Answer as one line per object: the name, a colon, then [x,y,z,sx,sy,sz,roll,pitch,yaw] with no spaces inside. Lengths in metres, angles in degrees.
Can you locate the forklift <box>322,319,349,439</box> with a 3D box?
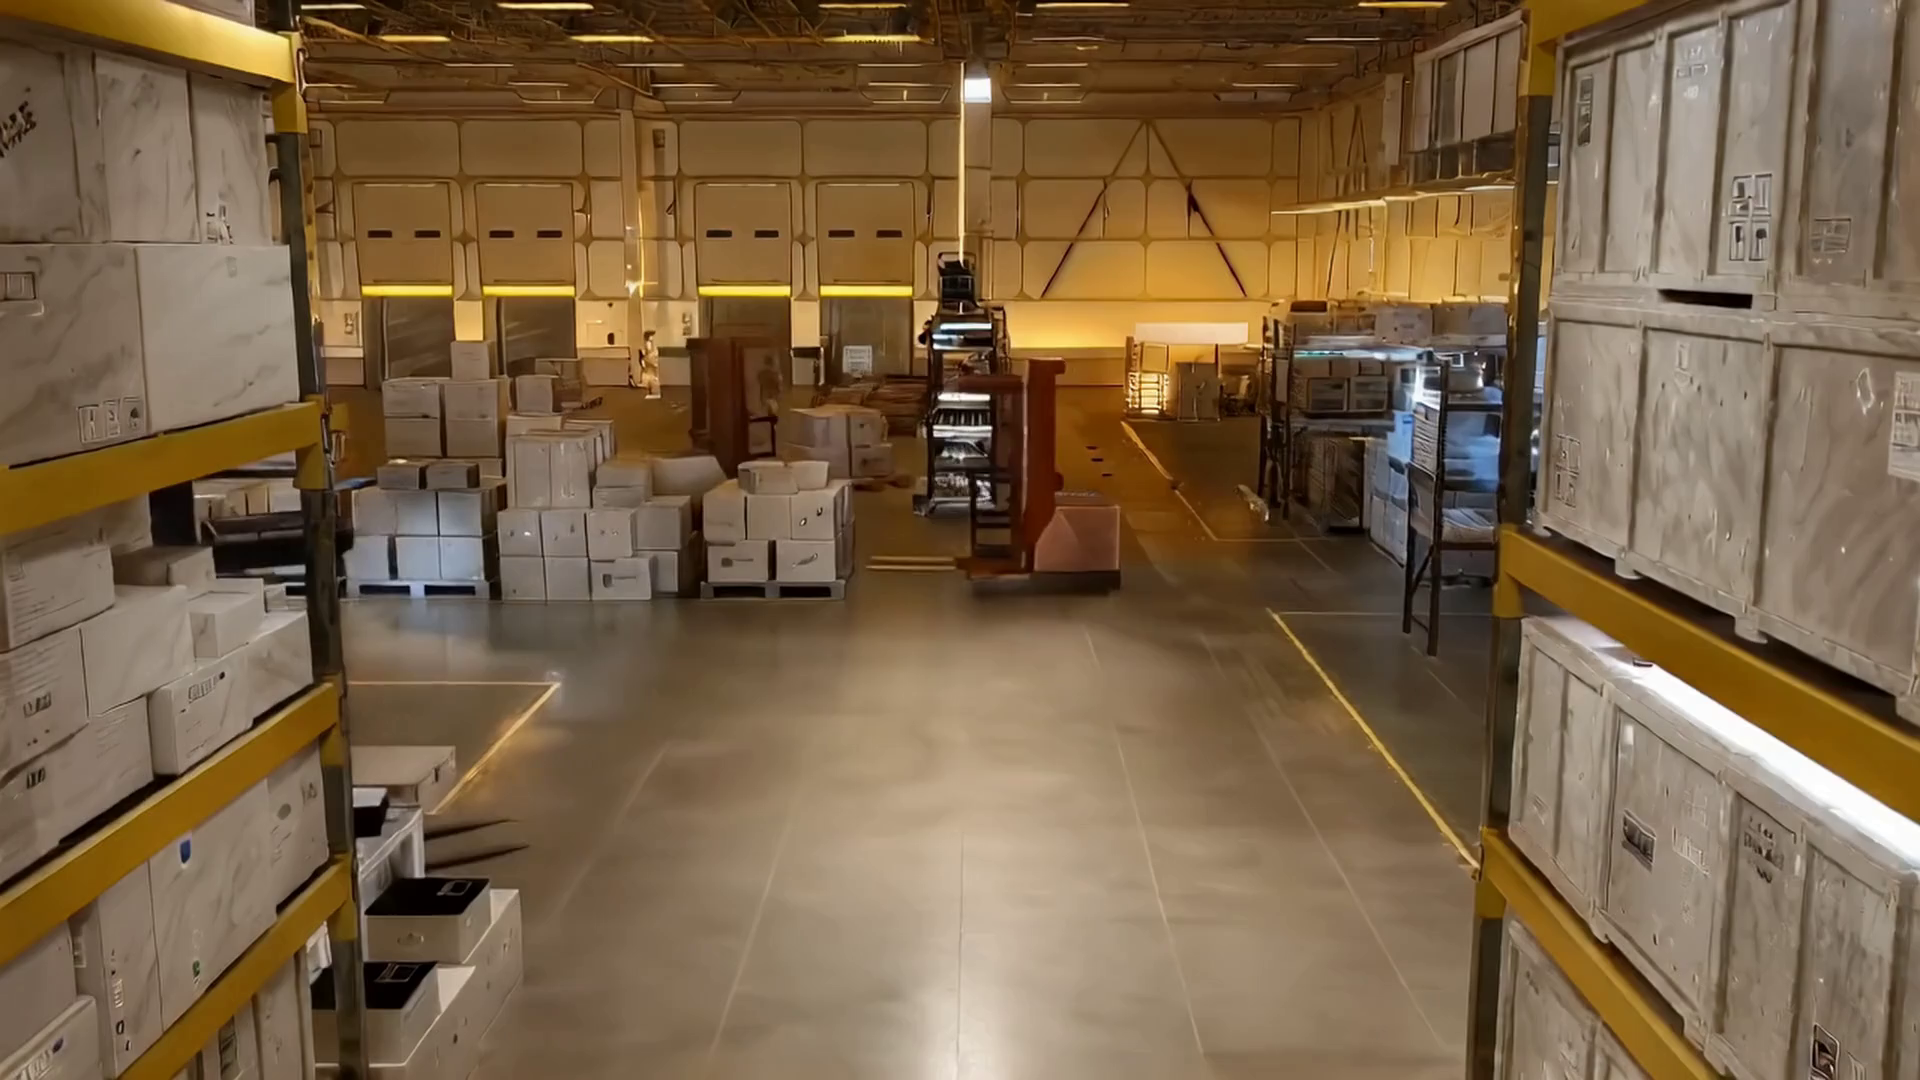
forklift: [-13.003,-2.989,32.947,1.129,2.768,1.873,0,10,1]

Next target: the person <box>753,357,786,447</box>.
person: [-4.037,-2.969,35.660,0.663,1.894,0.966,3,10,16]

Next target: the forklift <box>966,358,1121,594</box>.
forklift: [1.012,-0.806,20.353,1.873,2.768,1.129,0,10,1]

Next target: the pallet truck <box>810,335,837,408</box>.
pallet truck: [-3.021,-4.312,43.126,1.885,1.965,0.823,3,10,17]

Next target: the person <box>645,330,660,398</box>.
person: [-8.754,-4.995,47.269,0.388,1.930,0.544,-8,13,-40]

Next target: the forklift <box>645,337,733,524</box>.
forklift: [-3.817,-1.683,25.412,1.873,2.768,1.129,-6,12,-31]

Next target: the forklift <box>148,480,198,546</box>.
forklift: [-4.898,0.928,10.347,1.873,2.768,1.129,-5,11,-29]
